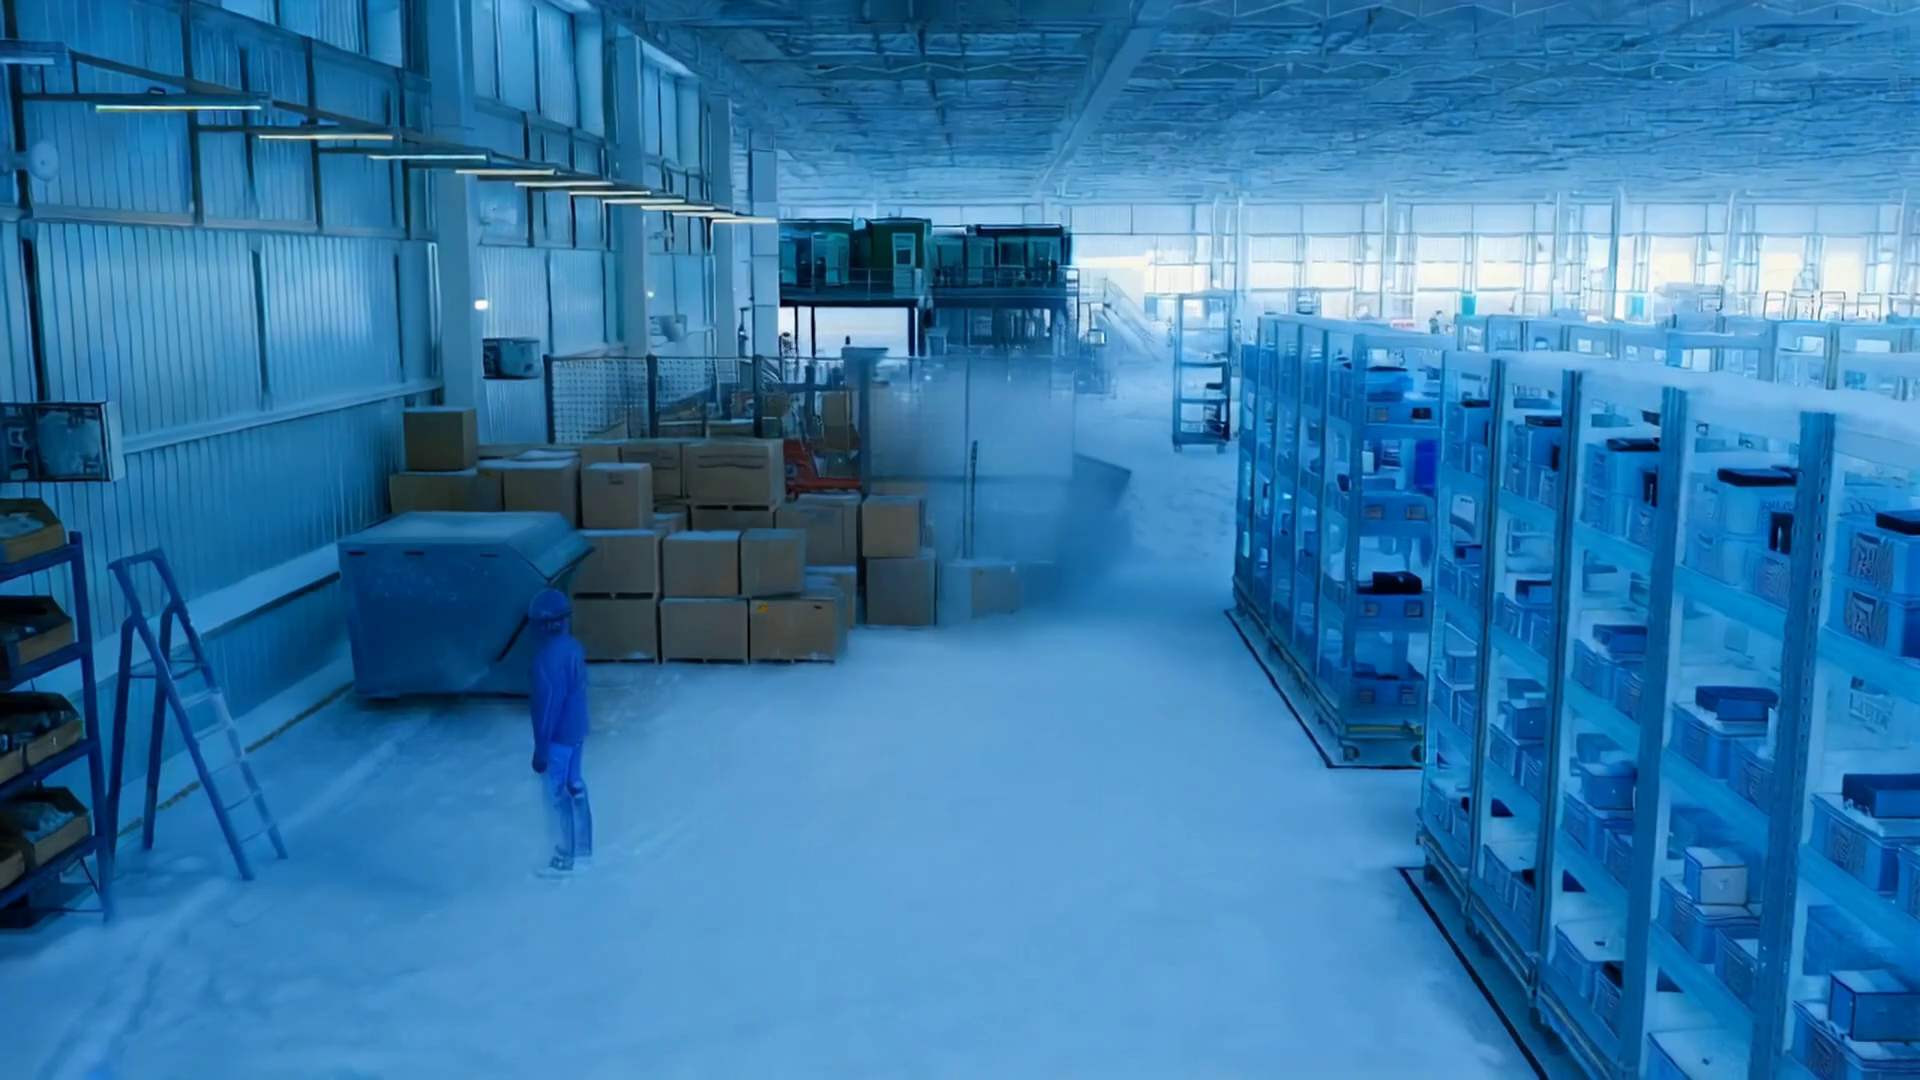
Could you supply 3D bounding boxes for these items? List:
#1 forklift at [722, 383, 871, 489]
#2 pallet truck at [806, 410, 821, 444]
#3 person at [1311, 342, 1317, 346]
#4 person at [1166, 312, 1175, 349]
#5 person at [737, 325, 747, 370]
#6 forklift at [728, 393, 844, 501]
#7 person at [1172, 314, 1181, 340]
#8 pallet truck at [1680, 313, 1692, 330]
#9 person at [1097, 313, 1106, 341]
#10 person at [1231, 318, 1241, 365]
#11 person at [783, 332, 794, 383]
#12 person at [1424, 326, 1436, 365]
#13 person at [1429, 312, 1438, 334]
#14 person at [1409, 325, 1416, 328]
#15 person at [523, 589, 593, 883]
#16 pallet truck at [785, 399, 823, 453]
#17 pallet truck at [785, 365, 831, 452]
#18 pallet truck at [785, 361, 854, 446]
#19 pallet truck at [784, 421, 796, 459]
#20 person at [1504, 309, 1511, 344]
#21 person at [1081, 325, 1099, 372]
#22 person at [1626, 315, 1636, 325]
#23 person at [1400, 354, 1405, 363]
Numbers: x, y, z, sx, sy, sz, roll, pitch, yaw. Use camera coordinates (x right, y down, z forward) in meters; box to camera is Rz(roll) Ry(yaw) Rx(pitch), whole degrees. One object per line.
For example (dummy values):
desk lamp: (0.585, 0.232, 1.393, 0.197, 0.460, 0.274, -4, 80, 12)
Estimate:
forklift: (-2.893, -1.687, 28.729, 2.680, 1.987, 1.157, 0, 9, -1)
pallet truck: (-3.559, -2.018, 33.905, 1.522, 1.261, 0.704, 0, 9, -1)
person: (11.976, -5.858, 56.181, 0.393, 1.756, 0.538, 2, 9, 13)
person: (11.046, -11.001, 87.384, 0.548, 1.922, 0.681, -5, 10, -27)
person: (-8.717, -7.648, 66.677, 0.370, 1.927, 0.588, -6, 11, -31)
forklift: (-2.979, -1.316, 26.476, 2.680, 1.987, 1.157, 0, 9, 1)
person: (12.404, -12.248, 94.905, 0.627, 1.972, 0.678, 4, 10, 21)
pallet truck: (36.315, -10.531, 84.244, 0.823, 1.965, 1.885, -6, 11, -33)
person: (8.048, -12.313, 96.236, 0.811, 1.668, 0.527, -3, 10, -16)
person: (12.109, -8.687, 72.736, 0.396, 2.038, 0.614, -1, 9, -6)
person: (-6.323, -6.617, 60.497, 0.604, 1.864, 0.422, -7, 11, -36)
person: (18.888, -7.646, 66.818, 1.050, 1.883, 0.645, 5, 10, 26)
person: (25.743, -11.454, 90.416, 0.429, 1.842, 0.634, 8, 12, 40)
person: (17.290, -7.229, 63.736, 0.536, 2.000, 0.688, 0, 9, 0)
person: (-2.729, 1.314, 11.233, 0.400, 1.986, 0.608, 1, 9, 9)
pallet truck: (-3.814, -2.432, 36.419, 1.630, 1.274, 0.653, 0, 9, 1)
pallet truck: (-3.774, -2.976, 37.635, 1.885, 1.965, 0.823, 1, 9, 5)
pallet truck: (-3.410, -3.193, 38.978, 1.885, 1.965, 0.823, 0, 9, -1)
pallet truck: (-4.013, -1.793, 32.705, 1.601, 1.201, 0.680, 0, 9, 1)
person: (29.759, -11.517, 90.326, 0.378, 1.996, 0.611, -2, 9, -13)
person: (5.247, -7.709, 67.080, 0.724, 1.922, 0.553, -2, 9, -12)
person: (33.928, -10.439, 84.129, 0.533, 1.850, 0.581, 9, 13, 44)
person: (11.962, -4.102, 44.975, 0.530, 1.871, 0.323, -5, 10, -27)
